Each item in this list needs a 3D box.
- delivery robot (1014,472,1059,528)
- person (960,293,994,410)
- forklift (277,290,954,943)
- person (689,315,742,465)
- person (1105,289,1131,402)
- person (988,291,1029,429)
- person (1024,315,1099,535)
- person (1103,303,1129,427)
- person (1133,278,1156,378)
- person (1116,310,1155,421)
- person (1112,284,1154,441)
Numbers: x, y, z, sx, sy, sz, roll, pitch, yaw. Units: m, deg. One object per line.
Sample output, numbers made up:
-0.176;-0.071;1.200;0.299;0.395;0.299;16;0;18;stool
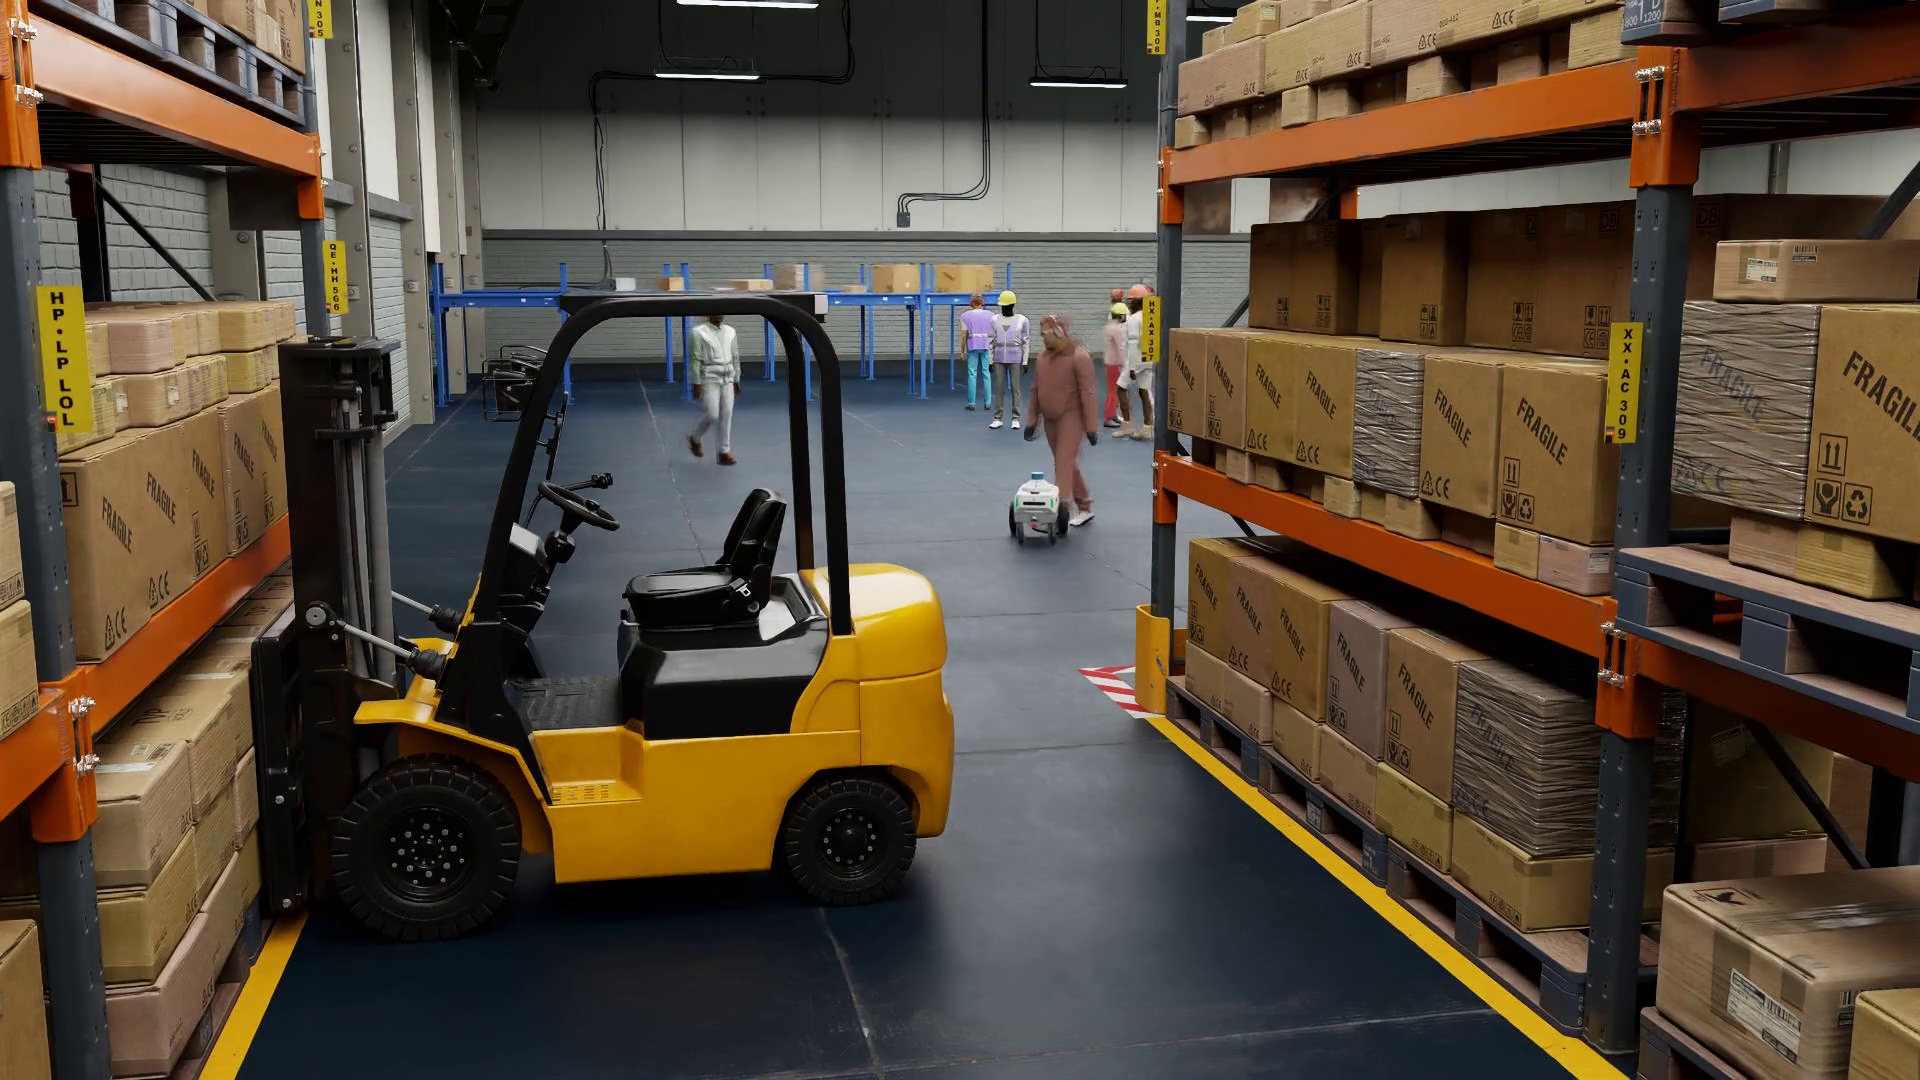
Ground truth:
0.645;-0.324;13.884;0.477;0.478;0.707;1;9;7;delivery robot
0.285;-2.991;26.389;0.563;1.839;0.389;-2;10;-12;person
-1.179;0.175;6.143;2.313;2.155;1.214;-2;10;-12;forklift
-2.819;-1.836;19.088;0.547;1.932;0.610;9;13;44;person
2.616;-3.204;27.550;0.339;1.883;0.584;6;11;33;person
0.670;-2.516;23.253;0.584;1.919;0.382;3;10;16;person
0.896;-1.003;14.308;0.936;1.844;0.661;-7;11;-35;person
2.221;-2.464;23.443;0.463;1.749;0.555;-1;9;-8;person
3.774;-4.336;34.105;0.538;2.000;0.690;0;9;-3;person
2.590;-2.633;24.287;0.999;1.815;0.550;2;10;13;person
2.250;-2.312;21.725;0.666;2.021;0.614;8;12;41;person
